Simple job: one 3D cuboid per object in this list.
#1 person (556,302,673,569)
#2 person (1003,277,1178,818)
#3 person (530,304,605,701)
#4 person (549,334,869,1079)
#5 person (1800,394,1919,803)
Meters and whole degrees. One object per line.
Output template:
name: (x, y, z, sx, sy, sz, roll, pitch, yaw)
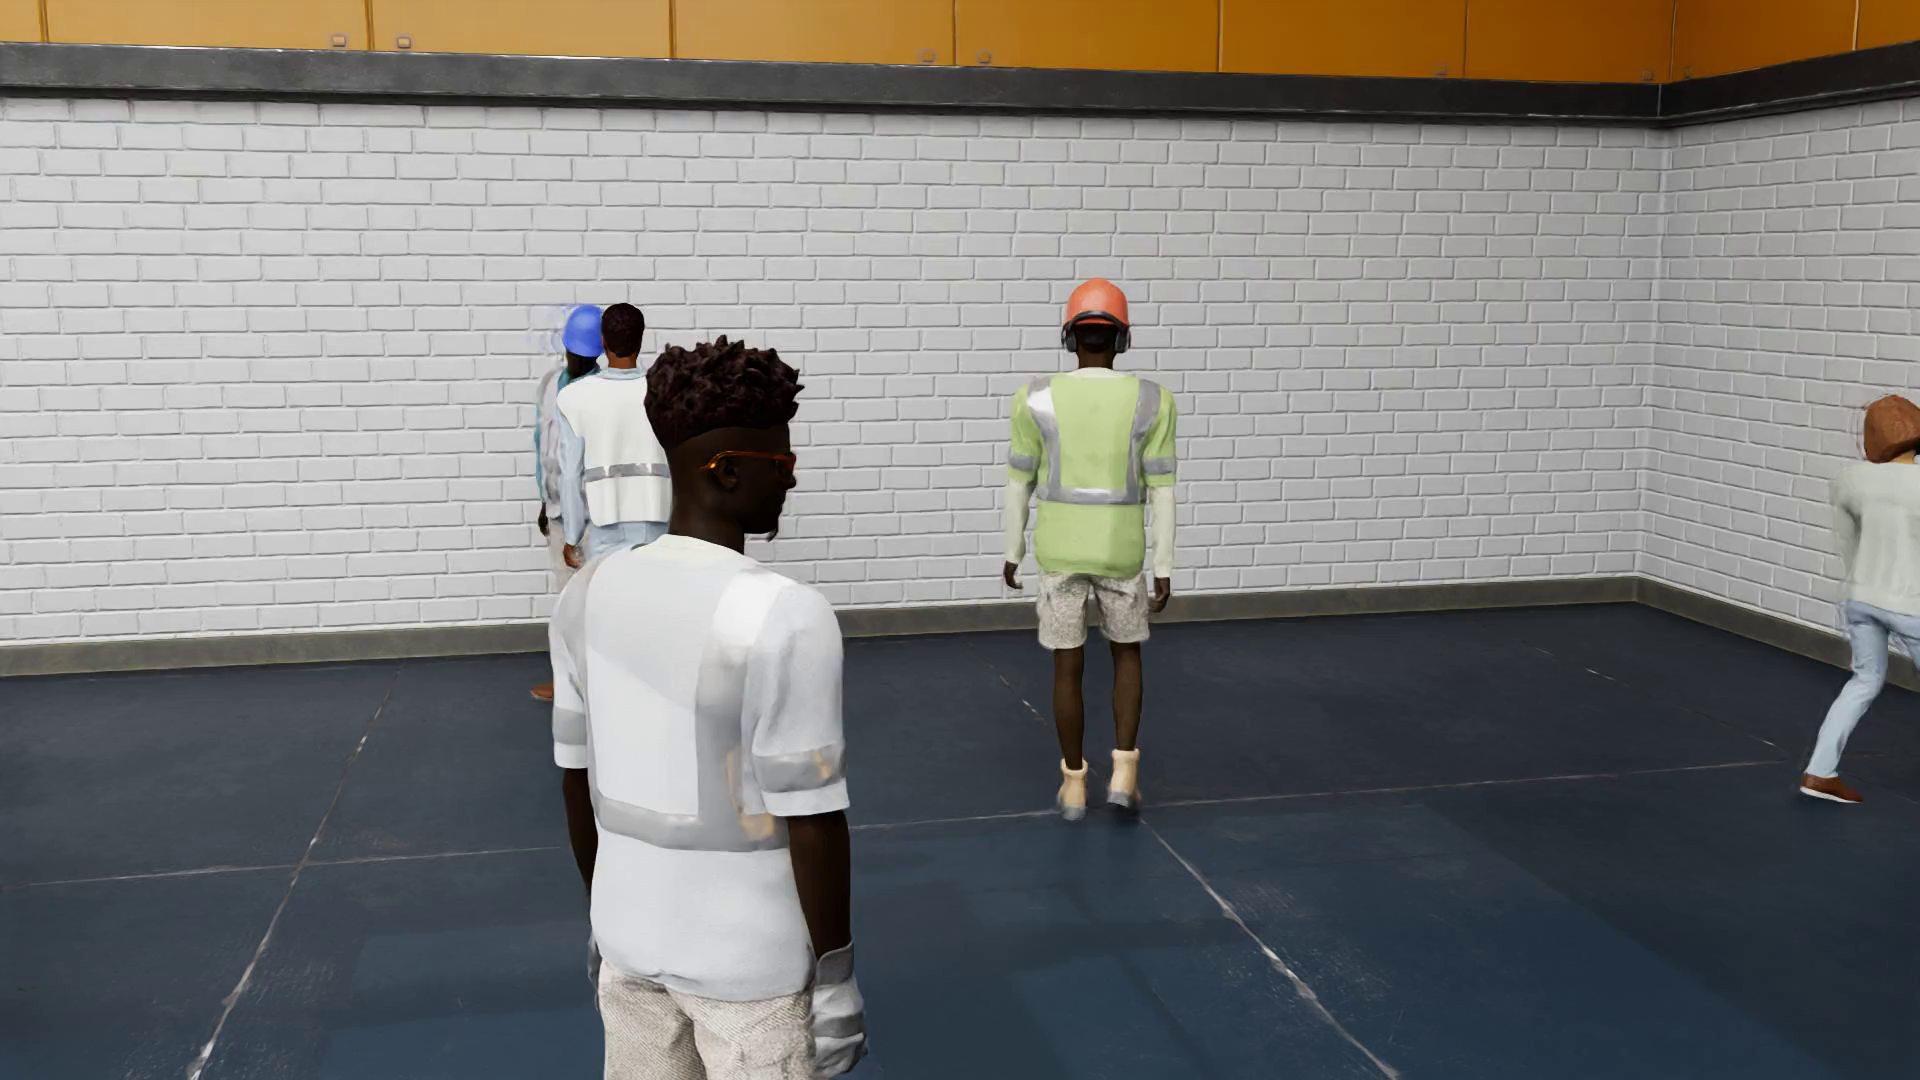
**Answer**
person: (-1.436, -0.064, 7.238, 0.590, 1.920, 0.399, -3, 10, -17)
person: (0.478, 0.048, 6.205, 0.632, 2.033, 0.436, 0, 9, 2)
person: (-1.774, -0.130, 7.711, 0.725, 1.905, 0.412, 6, 11, 35)
person: (-0.404, 0.649, 2.758, 0.608, 1.962, 0.374, 7, 12, 37)
person: (3.594, 0.251, 6.317, 0.566, 1.596, 0.549, -5, 10, -27)
